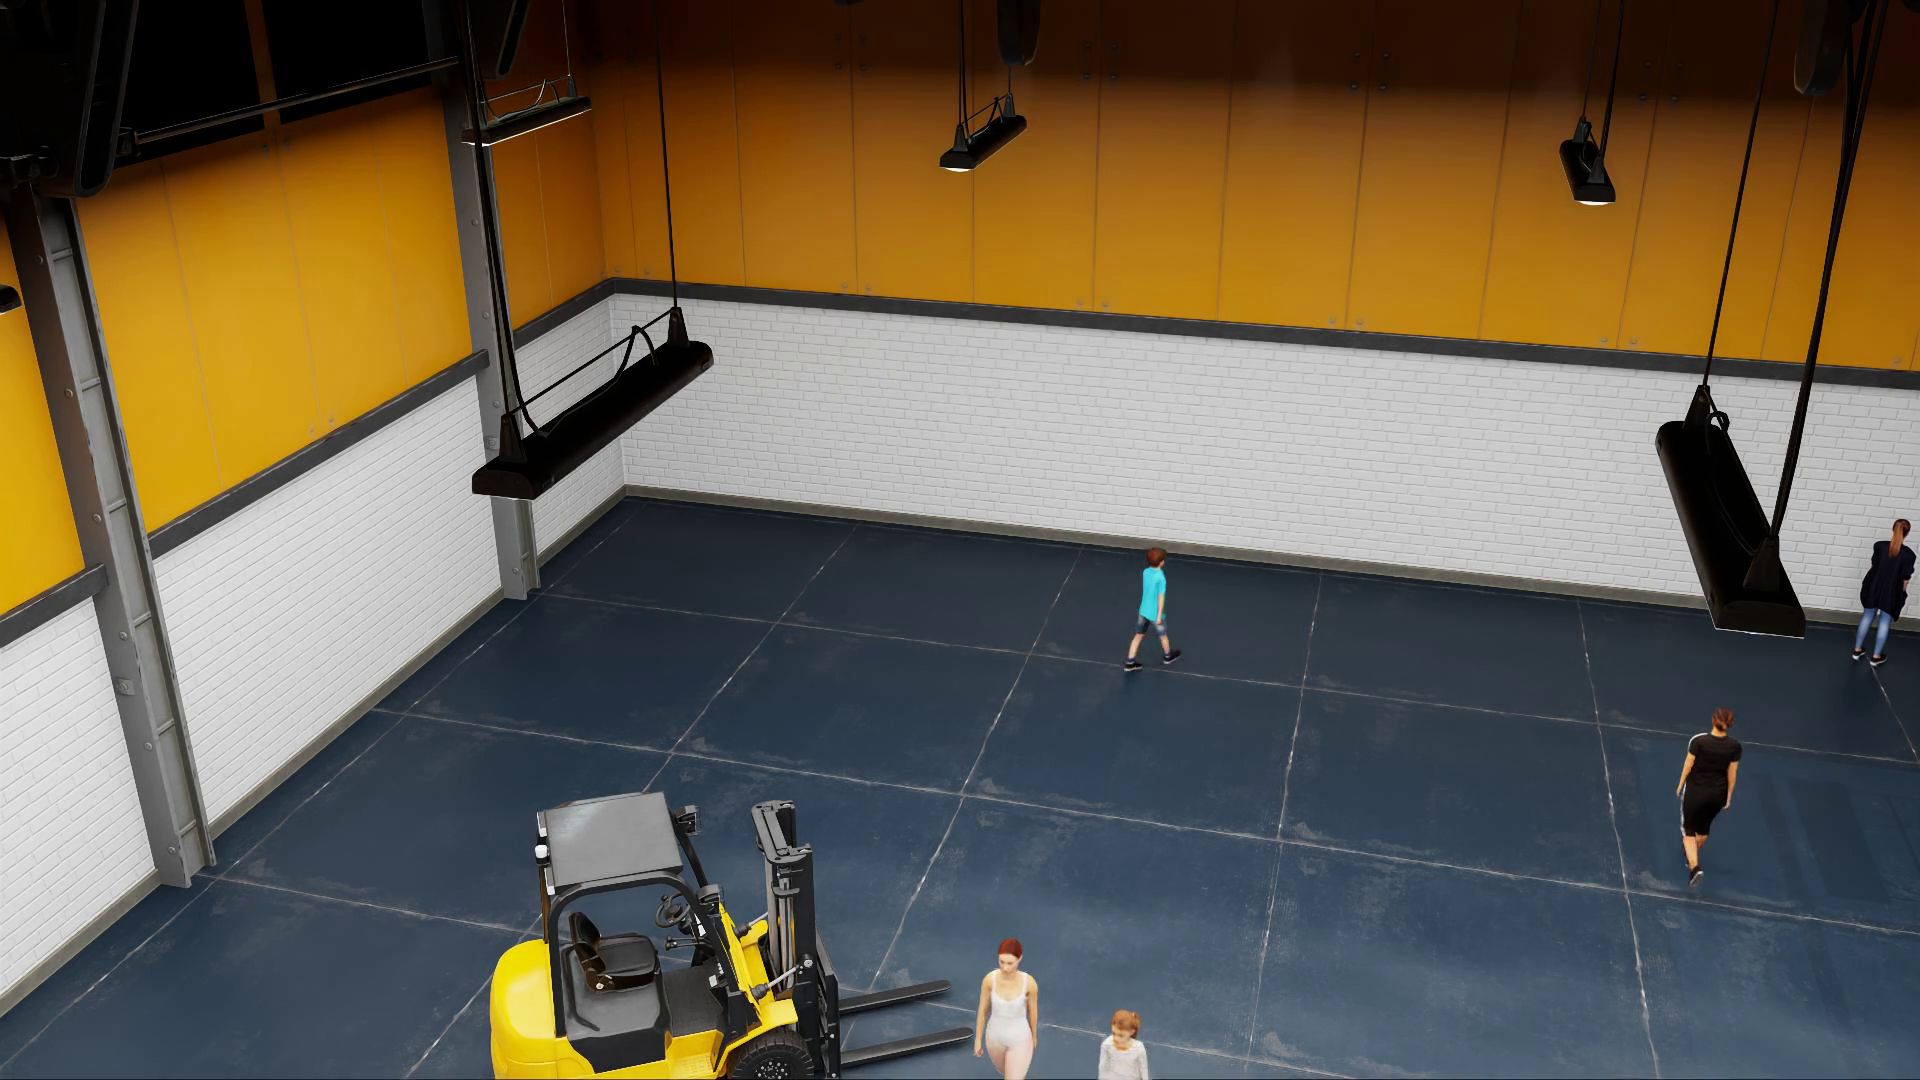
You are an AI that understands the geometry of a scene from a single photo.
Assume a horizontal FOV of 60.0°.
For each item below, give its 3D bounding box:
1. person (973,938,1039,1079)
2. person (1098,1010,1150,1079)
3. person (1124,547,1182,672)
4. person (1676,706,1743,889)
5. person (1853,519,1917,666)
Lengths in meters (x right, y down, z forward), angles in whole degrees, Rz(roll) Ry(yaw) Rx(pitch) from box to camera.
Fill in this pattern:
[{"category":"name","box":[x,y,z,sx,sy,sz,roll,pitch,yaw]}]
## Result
[{"category":"person","box":[0.352,3.434,11.583,0.567,1.600,1.058,6,24,13]},{"category":"person","box":[1.152,3.698,11.359,0.535,1.296,0.691,10,26,22]},{"category":"person","box":[2.012,0.780,17.893,1.013,1.410,0.893,-17,29,-34]},{"category":"person","box":[6.421,2.213,14.314,0.637,1.651,0.994,5,24,11]},{"category":"person","box":[10.046,0.548,18.082,0.737,1.684,0.722,-20,31,-39]}]
